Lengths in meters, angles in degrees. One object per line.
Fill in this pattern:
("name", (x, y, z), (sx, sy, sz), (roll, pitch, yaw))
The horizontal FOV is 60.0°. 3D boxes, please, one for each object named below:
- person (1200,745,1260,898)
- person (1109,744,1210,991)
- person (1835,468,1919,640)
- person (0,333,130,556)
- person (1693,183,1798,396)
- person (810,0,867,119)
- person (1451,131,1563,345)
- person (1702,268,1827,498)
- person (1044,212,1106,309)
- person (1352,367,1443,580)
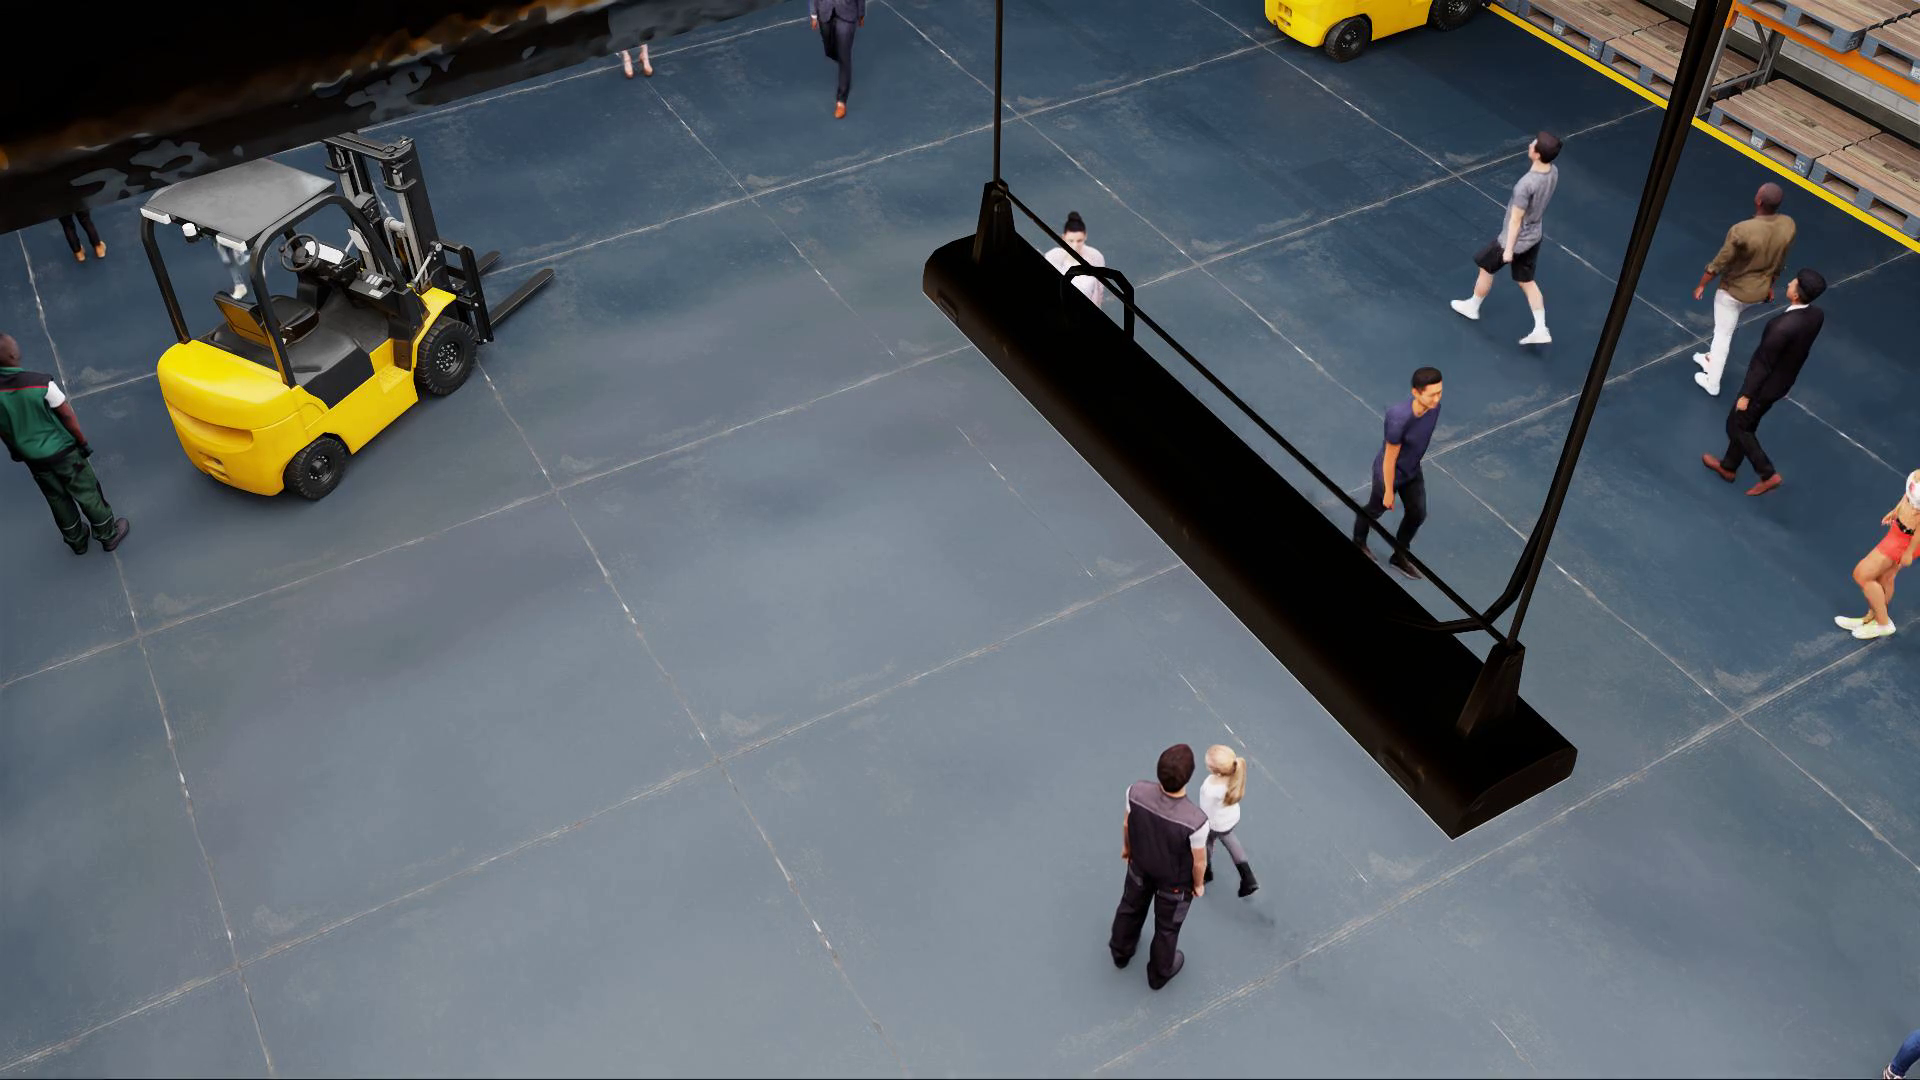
("person", (1.537, 1.623, 9.520), (0.598, 1.257, 0.794), (-31, 52, -29))
("person", (1.083, 1.758, 8.955), (0.676, 1.840, 0.800), (27, 50, 25))
("person", (6.263, 0.004, 10.842), (0.763, 1.777, 0.709), (20, 47, 20))
("person", (-6.294, -0.647, 11.482), (0.772, 1.838, 0.743), (-5, 44, -5))
("person", (6.048, -1.875, 12.789), (0.848, 1.812, 0.841), (-9, 44, -10))
("person", (-1.189, -5.141, 16.230), (1.141, 1.795, 1.233), (8, 44, 8))
("person", (4.562, -2.369, 13.288), (0.751, 1.840, 1.218), (-27, 50, -25))
("person", (5.854, -1.076, 11.908), (0.757, 1.871, 0.926), (-27, 50, -25))
("person", (0.830, -1.729, 12.686), (0.777, 1.743, 0.759), (-6, 44, -6))
("person", (2.936, -0.520, 11.398), (0.665, 1.769, 0.780), (-22, 48, -22))
